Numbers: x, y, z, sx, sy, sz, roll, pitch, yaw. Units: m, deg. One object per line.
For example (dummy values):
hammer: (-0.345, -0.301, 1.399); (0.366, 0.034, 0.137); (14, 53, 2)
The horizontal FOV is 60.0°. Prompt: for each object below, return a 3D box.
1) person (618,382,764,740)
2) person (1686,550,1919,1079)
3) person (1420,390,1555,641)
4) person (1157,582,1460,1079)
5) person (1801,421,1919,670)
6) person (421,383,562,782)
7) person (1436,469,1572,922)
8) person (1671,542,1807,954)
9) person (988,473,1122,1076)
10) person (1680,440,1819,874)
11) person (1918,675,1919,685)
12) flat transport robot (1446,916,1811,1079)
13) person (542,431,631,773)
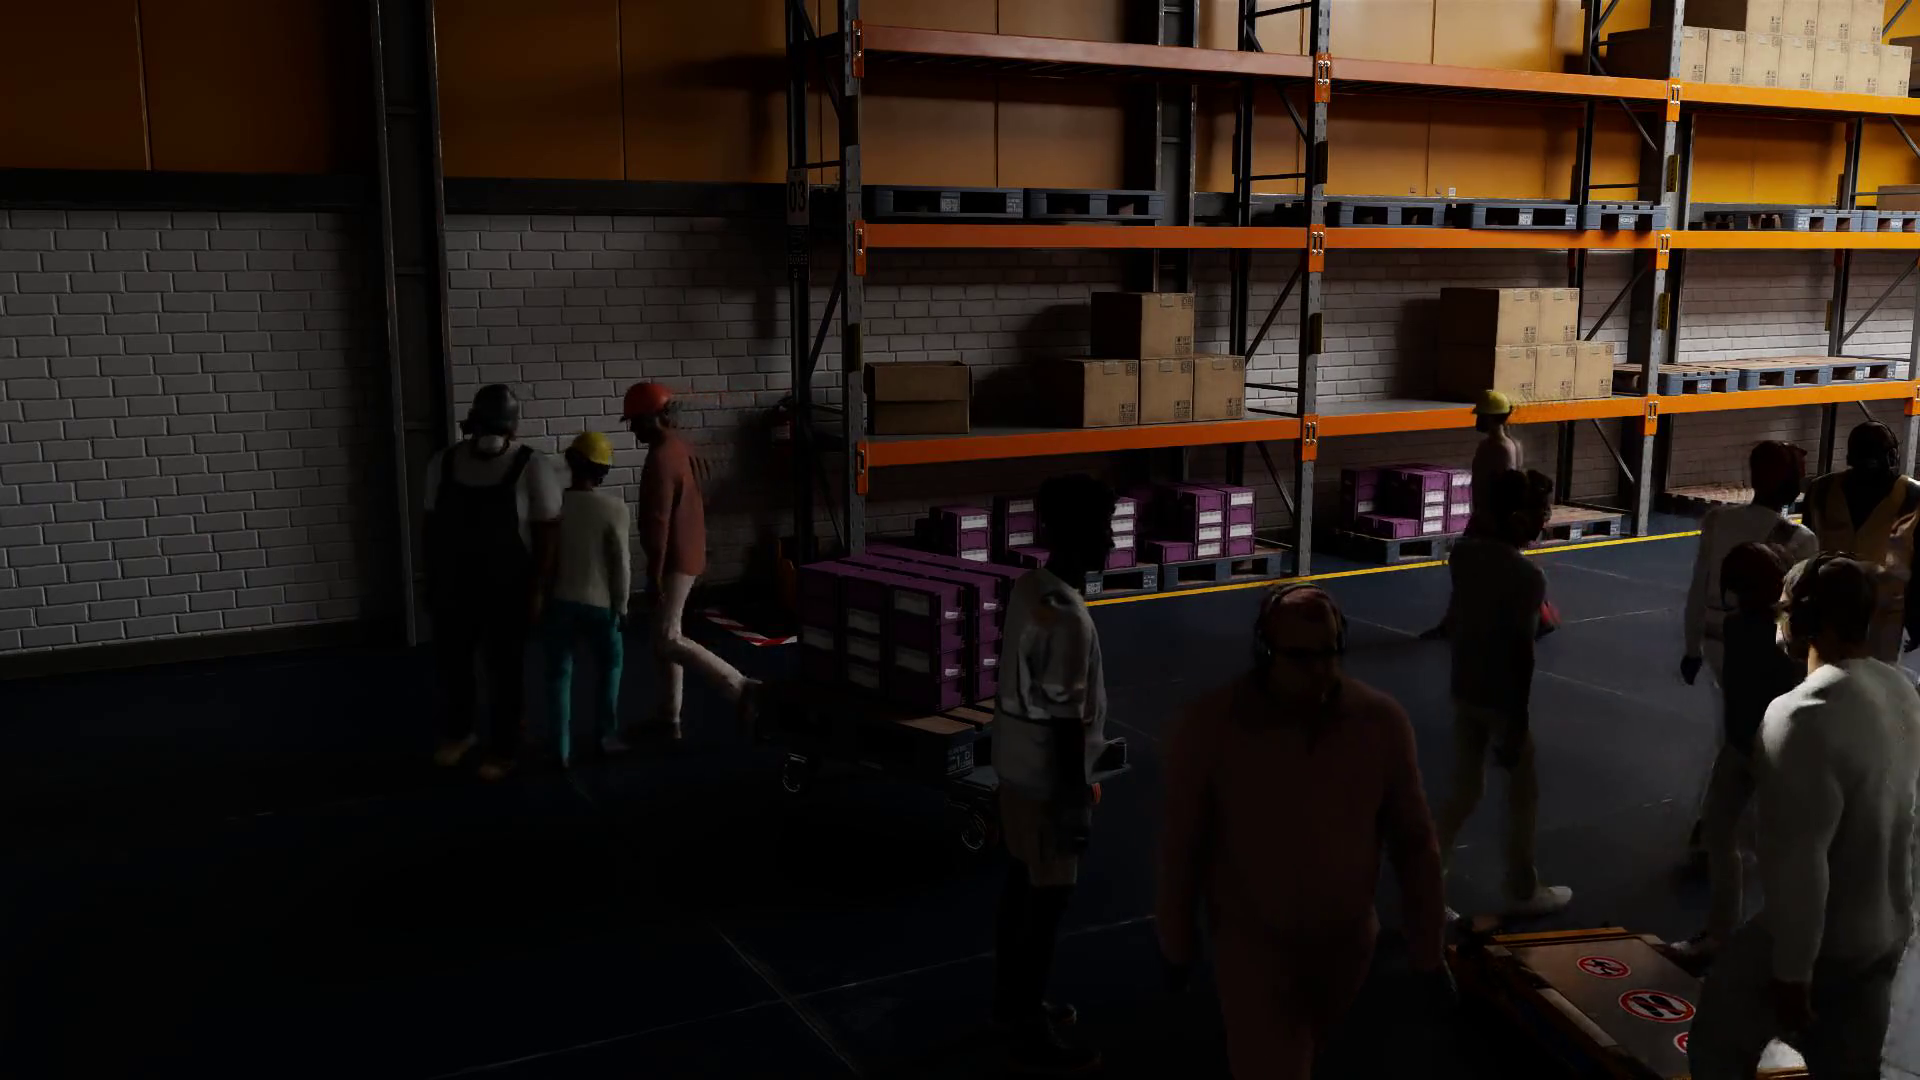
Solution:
person: (-1.459, 0.135, 8.918); (0.739, 1.957, 0.660); (1, 10, 3)
person: (2.108, 0.973, 4.248); (0.668, 1.907, 0.812); (-7, 12, -34)
person: (3.643, -0.156, 11.242); (0.883, 1.728, 0.532); (-1, 10, -4)
person: (0.854, 1.009, 4.193); (0.645, 1.848, 1.018); (-3, 10, -14)
person: (4.323, 0.345, 8.031); (0.620, 1.845, 0.430); (8, 13, 39)
person: (-2.371, 0.194, 8.325); (0.733, 2.000, 0.535); (2, 10, 9)
person: (2.098, 0.629, 6.473); (0.706, 1.828, 0.508); (-5, 11, -28)
person: (3.055, 0.800, 6.151); (0.618, 1.601, 0.525); (-2, 10, -9)
person: (0.306, 0.747, 5.414); (0.408, 1.954, 0.610); (-2, 10, -9)
person: (3.349, 0.504, 7.026); (0.475, 1.863, 0.586); (-3, 10, -16)
person: (5.988, 0.001, 9.865); (0.455, 1.885, 0.668); (-9, 13, -42)
flat transport robot: (2.220, 1.578, 5.447); (0.652, 0.197, 1.431); (-2, 10, -9)
person: (-1.966, 0.311, 8.554); (0.610, 1.734, 0.584); (0, 10, 3)
